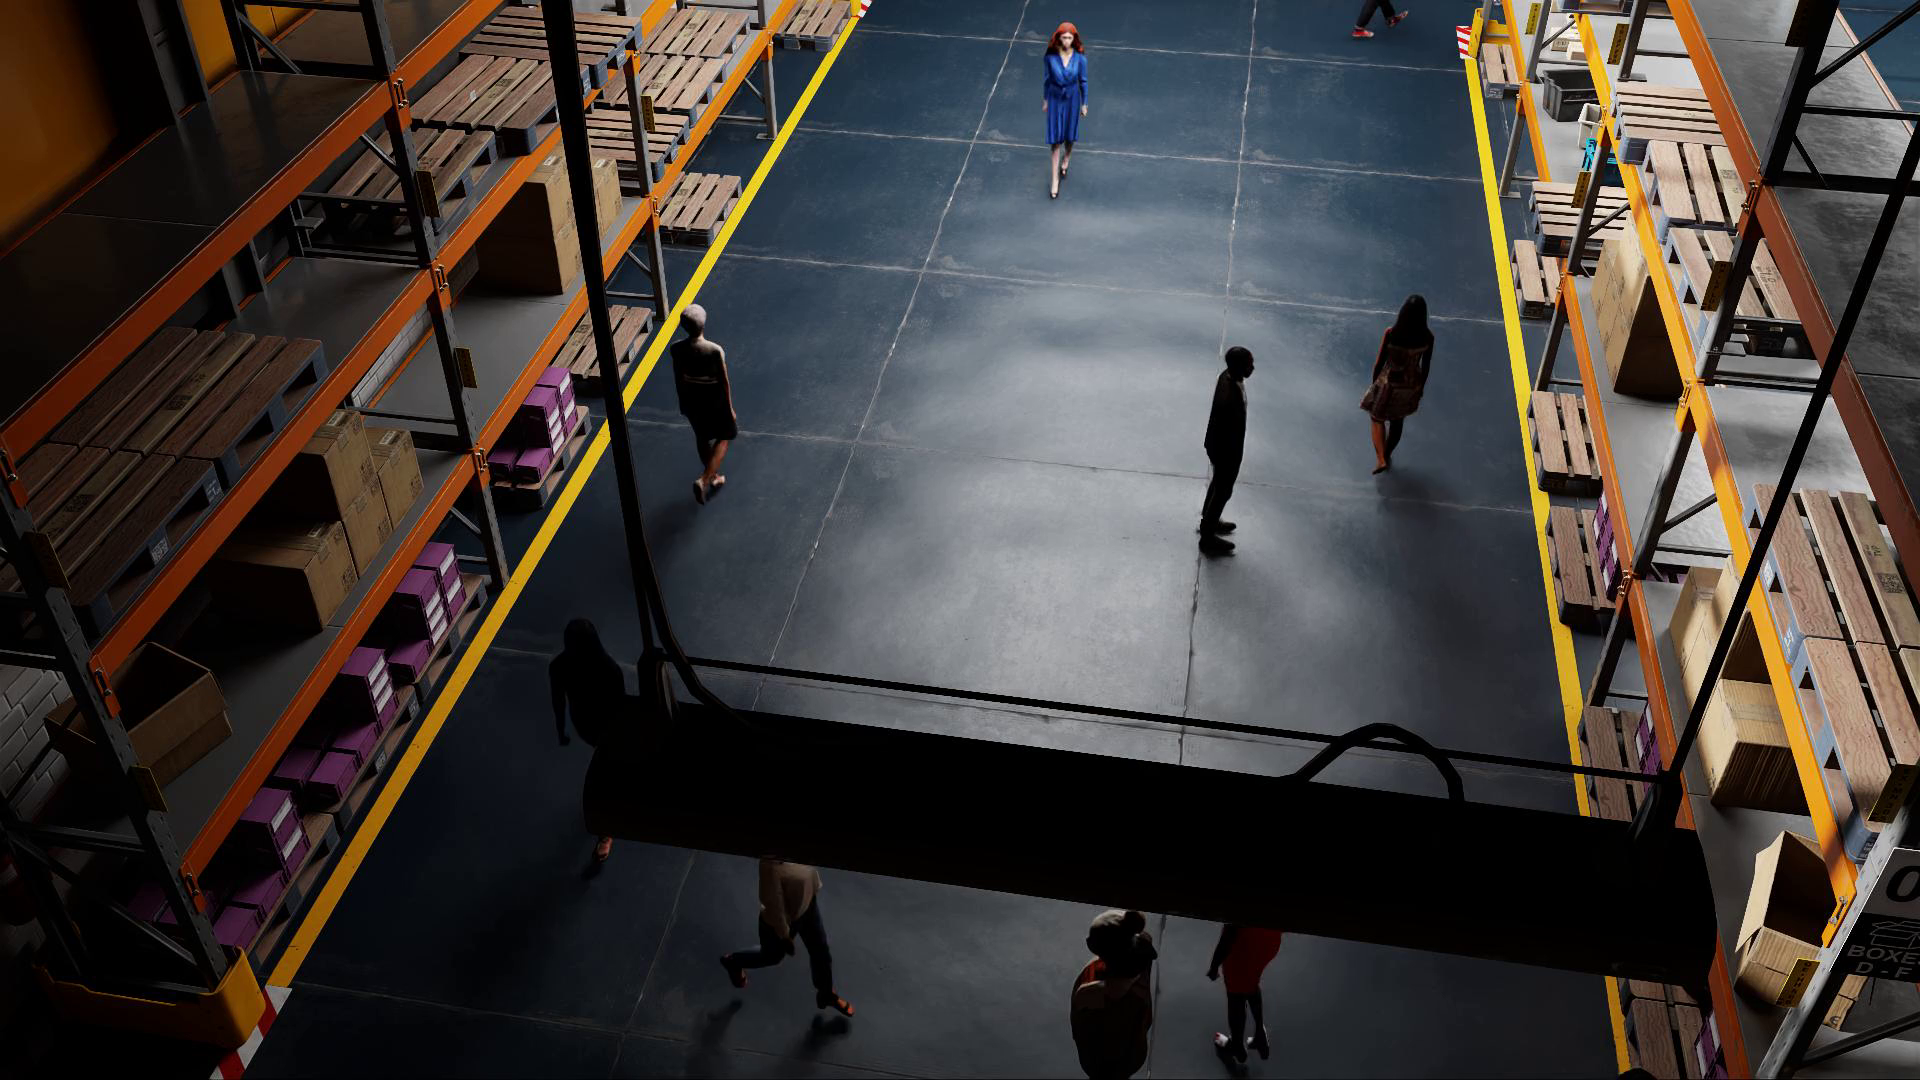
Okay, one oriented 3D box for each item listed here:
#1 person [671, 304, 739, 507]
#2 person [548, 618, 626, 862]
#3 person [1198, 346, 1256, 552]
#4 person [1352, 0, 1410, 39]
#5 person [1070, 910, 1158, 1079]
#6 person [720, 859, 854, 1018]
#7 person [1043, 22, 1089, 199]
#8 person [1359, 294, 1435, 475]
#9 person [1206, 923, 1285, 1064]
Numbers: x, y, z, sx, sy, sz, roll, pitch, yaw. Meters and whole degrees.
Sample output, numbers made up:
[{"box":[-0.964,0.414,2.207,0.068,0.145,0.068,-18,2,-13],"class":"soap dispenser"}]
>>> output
[{"box":[-2.030,-1.005,13.066,0.716,1.739,0.899,12,40,14],"class":"person"},{"box":[-2.252,1.110,10.466,0.614,1.679,1.162,8,39,10],"class":"person"},{"box":[2.007,-0.698,12.636,0.725,1.796,0.500,4,39,5],"class":"person"},{"box":[5.204,-7.112,20.720,1.095,1.731,1.163,-12,40,-15],"class":"person"},{"box":[0.822,2.492,8.561,0.730,1.896,0.579,6,39,7],"class":"person"},{"box":[-1.036,2.067,9.294,0.889,1.647,1.069,18,42,22],"class":"person"},{"box":[1.109,-4.572,17.482,0.657,1.804,0.953,3,39,4],"class":"person"},{"box":[3.533,-1.204,13.398,0.677,1.636,0.844,4,39,5],"class":"person"},{"box":[1.617,2.268,8.905,0.762,1.818,0.825,-25,45,-28],"class":"person"}]
